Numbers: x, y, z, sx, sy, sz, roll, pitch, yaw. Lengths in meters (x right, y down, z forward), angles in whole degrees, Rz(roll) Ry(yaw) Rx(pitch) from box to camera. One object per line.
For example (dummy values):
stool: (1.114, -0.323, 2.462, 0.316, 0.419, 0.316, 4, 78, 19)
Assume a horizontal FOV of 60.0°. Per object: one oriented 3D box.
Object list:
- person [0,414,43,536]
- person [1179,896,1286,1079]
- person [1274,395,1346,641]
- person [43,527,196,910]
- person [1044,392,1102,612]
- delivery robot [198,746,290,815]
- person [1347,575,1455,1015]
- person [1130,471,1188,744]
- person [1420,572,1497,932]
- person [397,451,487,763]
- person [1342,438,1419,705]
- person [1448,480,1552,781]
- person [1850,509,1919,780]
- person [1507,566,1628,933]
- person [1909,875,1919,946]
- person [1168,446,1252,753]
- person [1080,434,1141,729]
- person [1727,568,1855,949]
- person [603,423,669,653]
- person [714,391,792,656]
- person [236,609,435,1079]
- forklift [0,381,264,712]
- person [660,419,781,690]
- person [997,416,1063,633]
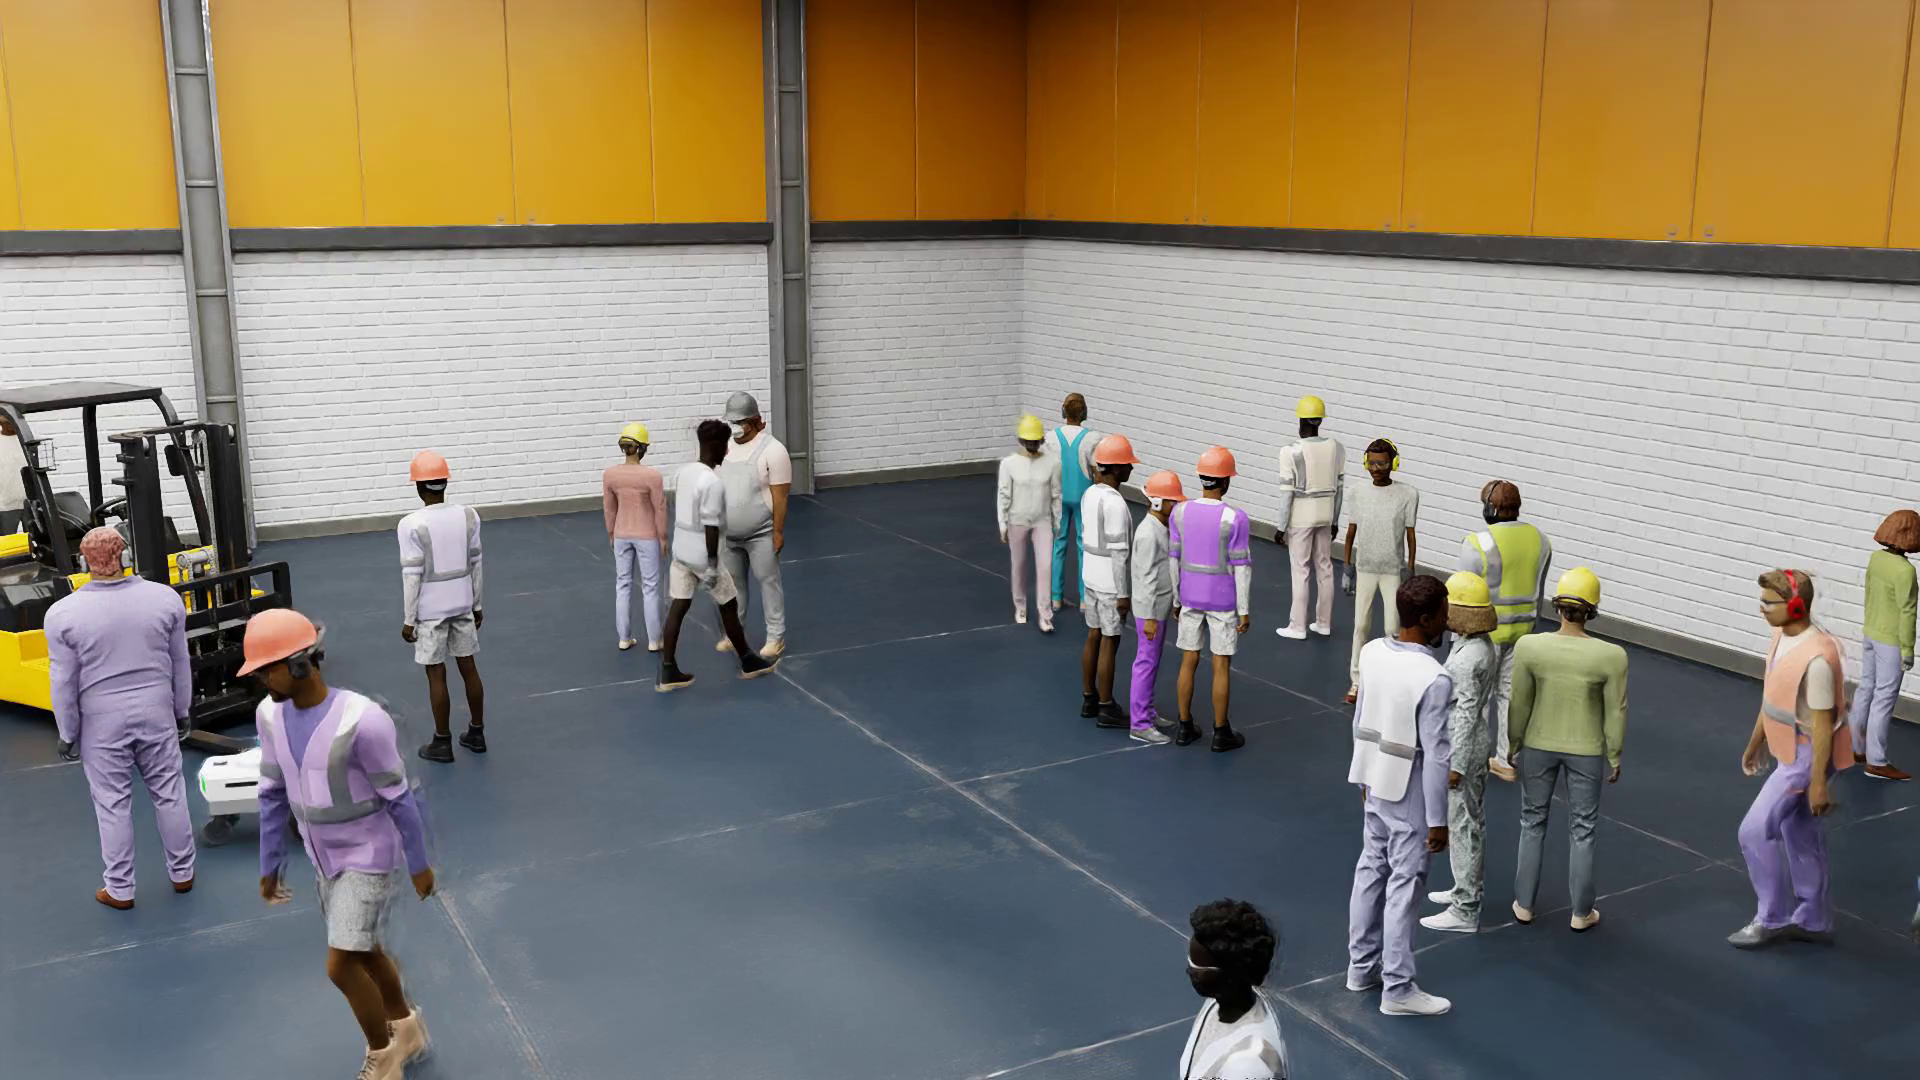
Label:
person: (-7.676, -0.252, 13.557, 0.310, 1.864, 0.532, 10, 16, 40)
person: (0.698, 1.773, 4.492, 0.379, 1.691, 0.556, 0, 12, 0)
person: (2.723, -0.169, 13.021, 0.589, 1.928, 0.385, -5, 13, -22)
person: (-4.126, 0.873, 8.203, 0.642, 1.902, 0.399, -11, 16, -41)
person: (0.952, -0.312, 13.883, 0.514, 1.845, 0.339, 3, 13, 16)
delivery robot: (-3.780, 1.303, 9.138, 0.707, 0.478, 0.477, -3, 12, -13)
person: (1.890, 1.087, 7.157, 0.383, 1.918, 0.591, -4, 13, -18)
person: (1.277, 0.418, 10.687, 0.345, 1.746, 0.573, 3, 12, 14)
person: (2.385, 1.005, 7.952, 0.319, 1.742, 0.492, 5, 13, 24)
person: (-3.215, 0.410, 10.288, 0.377, 1.932, 0.552, 10, 16, 40)
person: (2.856, 0.225, 11.337, 0.506, 1.864, 0.332, 6, 13, 26)
person: (3.173, 0.553, 9.873, 0.634, 1.833, 0.429, -5, 13, -22)
person: (5.600, 0.618, 10.025, 0.284, 1.633, 0.500, 1, 12, 3)
person: (2.887, 0.995, 7.946, 0.535, 1.767, 0.317, 6, 13, 24)
person: (3.751, 1.457, 6.122, 0.404, 1.626, 0.508, 1, 12, 4)
person: (1.580, 0.371, 10.465, 0.552, 1.937, 0.356, 8, 14, 33)
person: (0.991, 0.270, 10.937, 0.364, 1.939, 0.542, -4, 13, -17)
person: (3.828, 1.025, 7.688, 0.600, 1.814, 0.601, 4, 13, 16)
person: (-2.453, -0.013, 12.688, 0.522, 1.761, 0.321, 4, 13, 17)
person: (-1.620, -0.126, 12.551, 0.684, 2.000, 0.536, 6, 14, 27)
person: (-2.365, 1.209, 6.393, 0.623, 1.991, 0.687, 7, 14, 30)
forklift: (-5.853, 0.085, 11.199, 2.313, 2.155, 1.214, 7, 14, 28)
person: (-1.759, 0.090, 11.829, 0.981, 1.904, 0.644, -9, 15, -37)
person: (0.571, -0.113, 13.240, 0.538, 1.725, 0.890, -1, 12, -5)
